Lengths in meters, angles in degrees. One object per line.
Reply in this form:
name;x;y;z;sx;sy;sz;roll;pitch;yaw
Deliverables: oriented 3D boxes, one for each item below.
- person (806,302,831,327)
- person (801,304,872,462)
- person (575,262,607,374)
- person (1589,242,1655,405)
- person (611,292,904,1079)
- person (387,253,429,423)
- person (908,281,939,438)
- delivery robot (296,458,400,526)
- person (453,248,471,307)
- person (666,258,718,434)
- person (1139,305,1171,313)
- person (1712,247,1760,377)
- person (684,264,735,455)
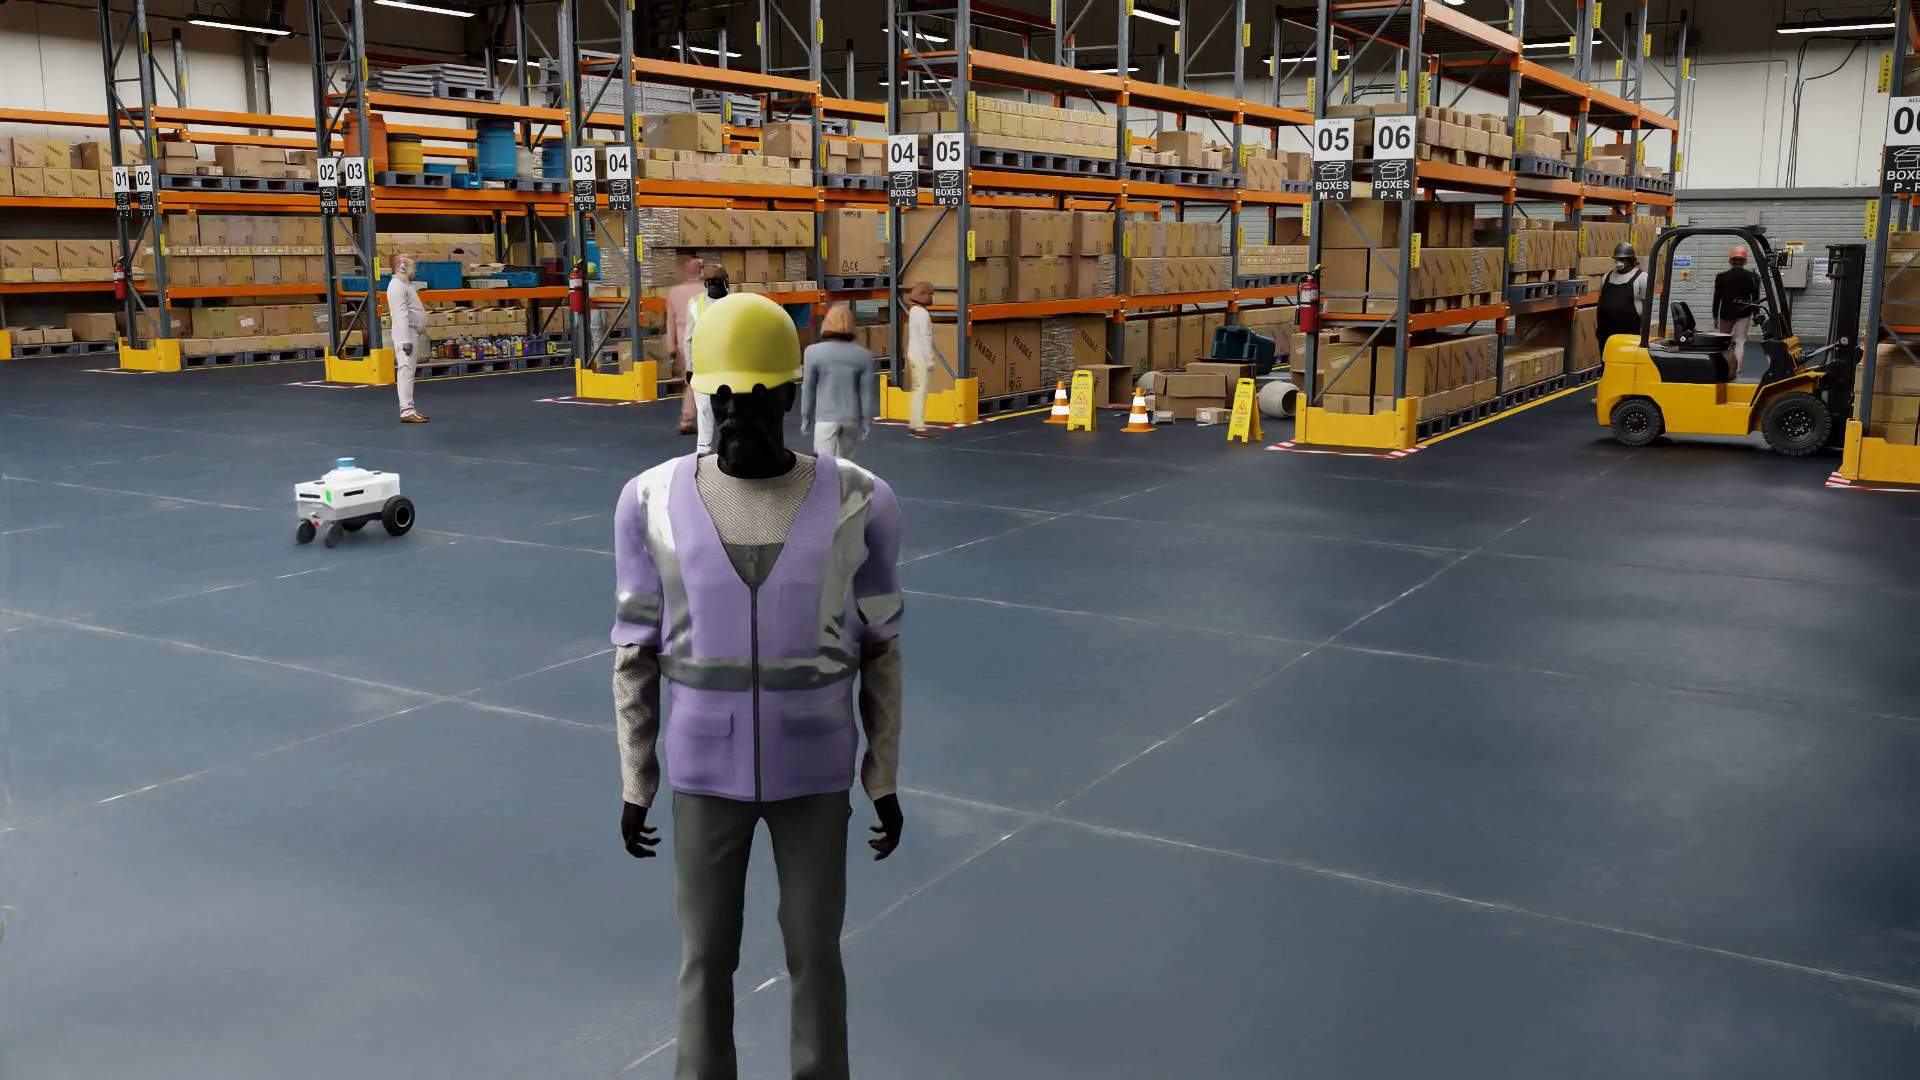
person;-2.435;-3.982;28.795;0.555;1.743;0.403;9;14;42
person;-0.833;-0.828;11.534;0.501;1.606;0.638;-4;11;-21
person;-5.472;-3.248;24.722;0.492;1.740;0.325;2;10;9
person;8.195;-2.675;20.675;0.535;2.000;0.687;-9;13;-40
person;-0.408;0.464;3.410;0.594;1.924;0.384;-1;10;-3
person;-6.242;-2.283;18.841;0.410;1.913;0.643;-3;10;-15
person;-0.403;-1.879;17.357;0.266;1.631;0.508;-3;11;-17
delivery robot;-4.181;-0.319;11.376;0.477;0.478;0.707;5;11;24
person;-10.487;-5.184;35.076;0.592;1.916;0.392;7;12;35
person;-2.779;-2.081;17.862;0.642;1.853;1.007;5;11;26
person;3.388;-4.092;28.976;0.641;1.913;0.408;7;12;33
person;11.374;-3.296;24.396;0.634;1.950;0.989;4;11;24
person;-2.160;-1.528;14.822;0.624;1.840;0.429;1;10;6
